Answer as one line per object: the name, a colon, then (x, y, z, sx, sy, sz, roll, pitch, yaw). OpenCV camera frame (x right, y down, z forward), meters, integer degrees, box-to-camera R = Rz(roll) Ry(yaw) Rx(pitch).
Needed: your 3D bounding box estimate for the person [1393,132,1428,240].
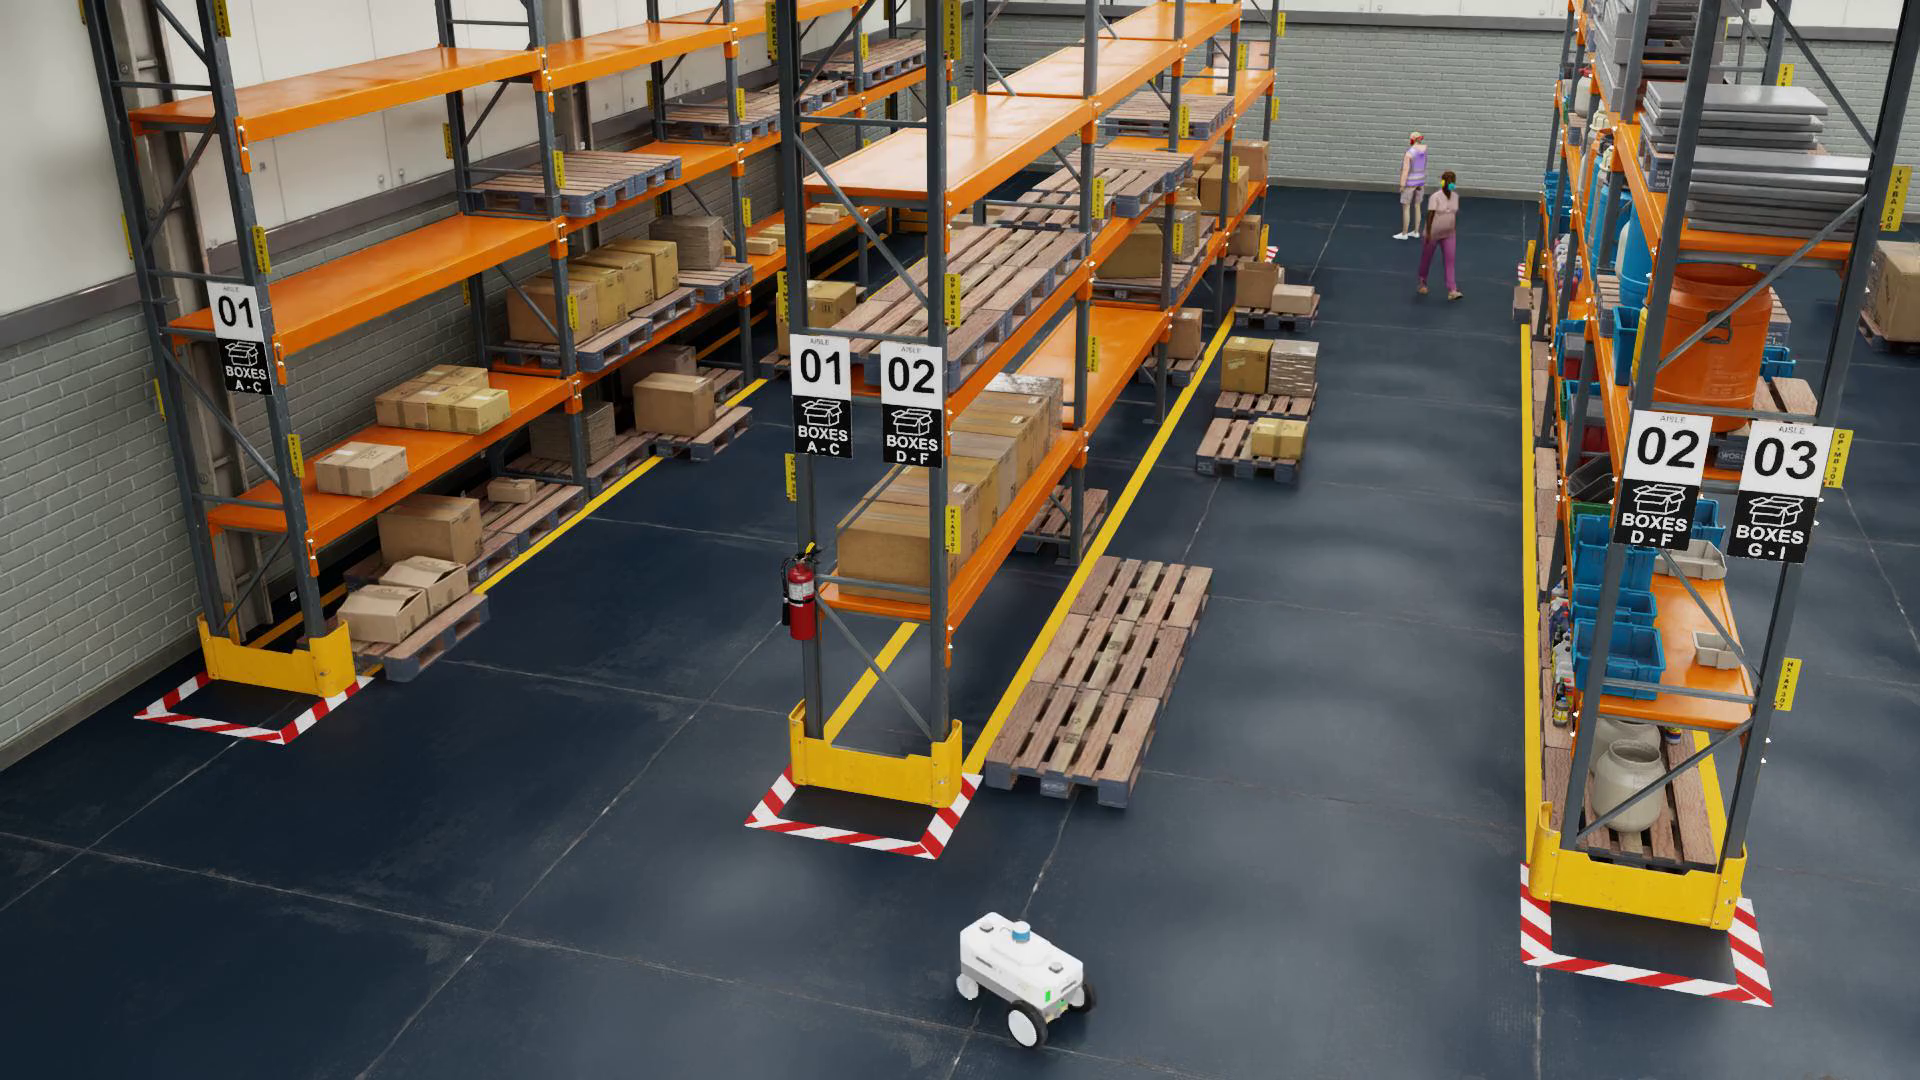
person: (7.184, -5.621, 26.417, 0.489, 1.688, 0.350, -14, 27, -29)

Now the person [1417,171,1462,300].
person: (6.672, -4.210, 23.052, 0.537, 1.754, 0.929, -5, 24, -11)

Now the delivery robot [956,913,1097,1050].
delivery robot: (0.349, 2.408, 9.242, 0.807, 0.606, 0.499, 21, 31, 40)

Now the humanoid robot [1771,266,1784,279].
humanoid robot: (11.753, -4.654, 24.246, 0.601, 1.629, 0.779, -19, 30, -38)
